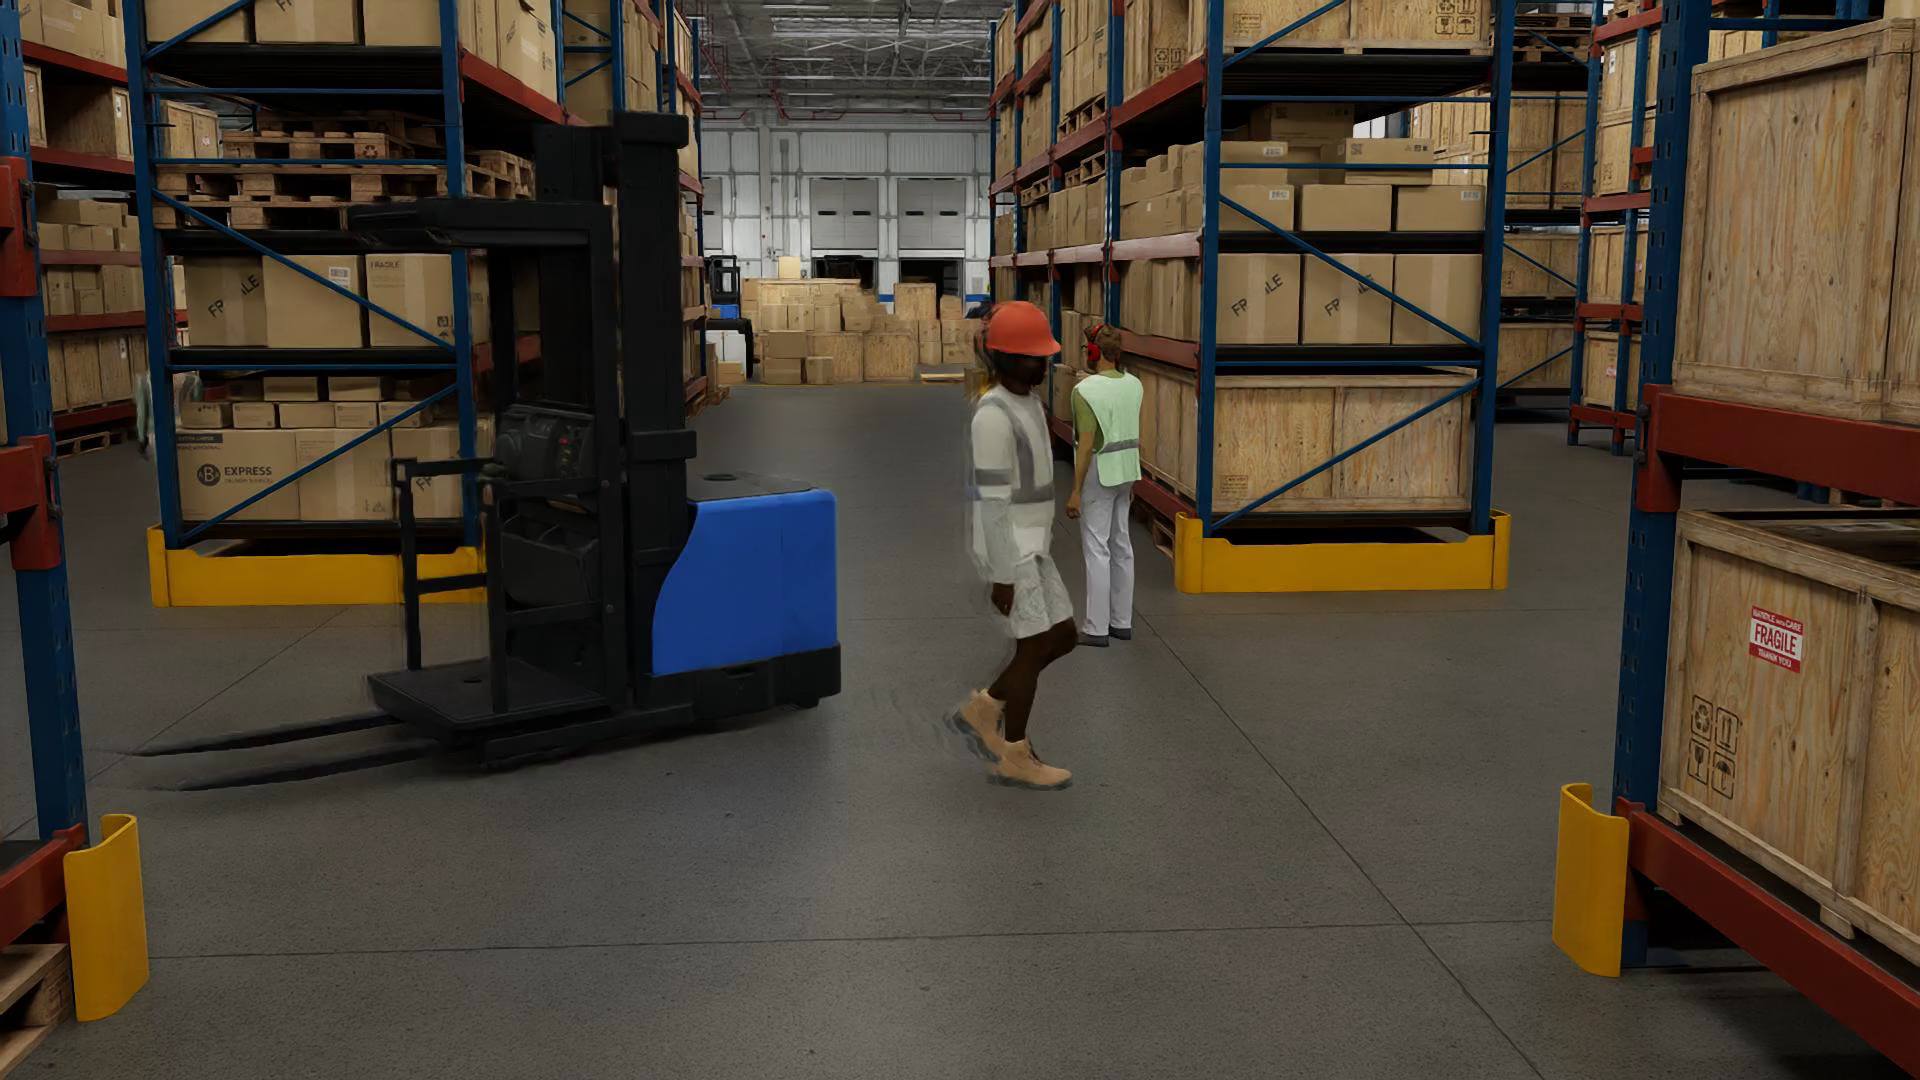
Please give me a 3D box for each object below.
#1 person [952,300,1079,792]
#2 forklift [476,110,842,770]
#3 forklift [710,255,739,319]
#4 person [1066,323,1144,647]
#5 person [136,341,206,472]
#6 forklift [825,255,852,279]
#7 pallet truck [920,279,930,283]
[{"bbox_3d":[0.258,0.037,6.779,0.460,2.011,0.628,3,9,17],"label":"person"},{"bbox_3d":[-1.598,-0.550,7.783,1.873,2.768,1.129,-7,11,-38],"label":"forklift"},{"bbox_3d":[-8.368,-8.713,59.038,1.129,2.768,1.873,-1,9,-4],"label":"forklift"},{"bbox_3d":[0.832,-0.309,9.505,0.383,1.845,0.570,8,12,40],"label":"person"},{"bbox_3d":[-6.253,-0.791,13.306,0.537,1.587,0.863,-1,9,-6],"label":"person"},{"bbox_3d":[-4.261,-8.622,58.469,1.129,2.768,1.873,-4,10,-23],"label":"forklift"},{"bbox_3d":[-0.932,-8.922,63.114,1.885,1.965,0.823,2,9,13],"label":"pallet truck"}]
